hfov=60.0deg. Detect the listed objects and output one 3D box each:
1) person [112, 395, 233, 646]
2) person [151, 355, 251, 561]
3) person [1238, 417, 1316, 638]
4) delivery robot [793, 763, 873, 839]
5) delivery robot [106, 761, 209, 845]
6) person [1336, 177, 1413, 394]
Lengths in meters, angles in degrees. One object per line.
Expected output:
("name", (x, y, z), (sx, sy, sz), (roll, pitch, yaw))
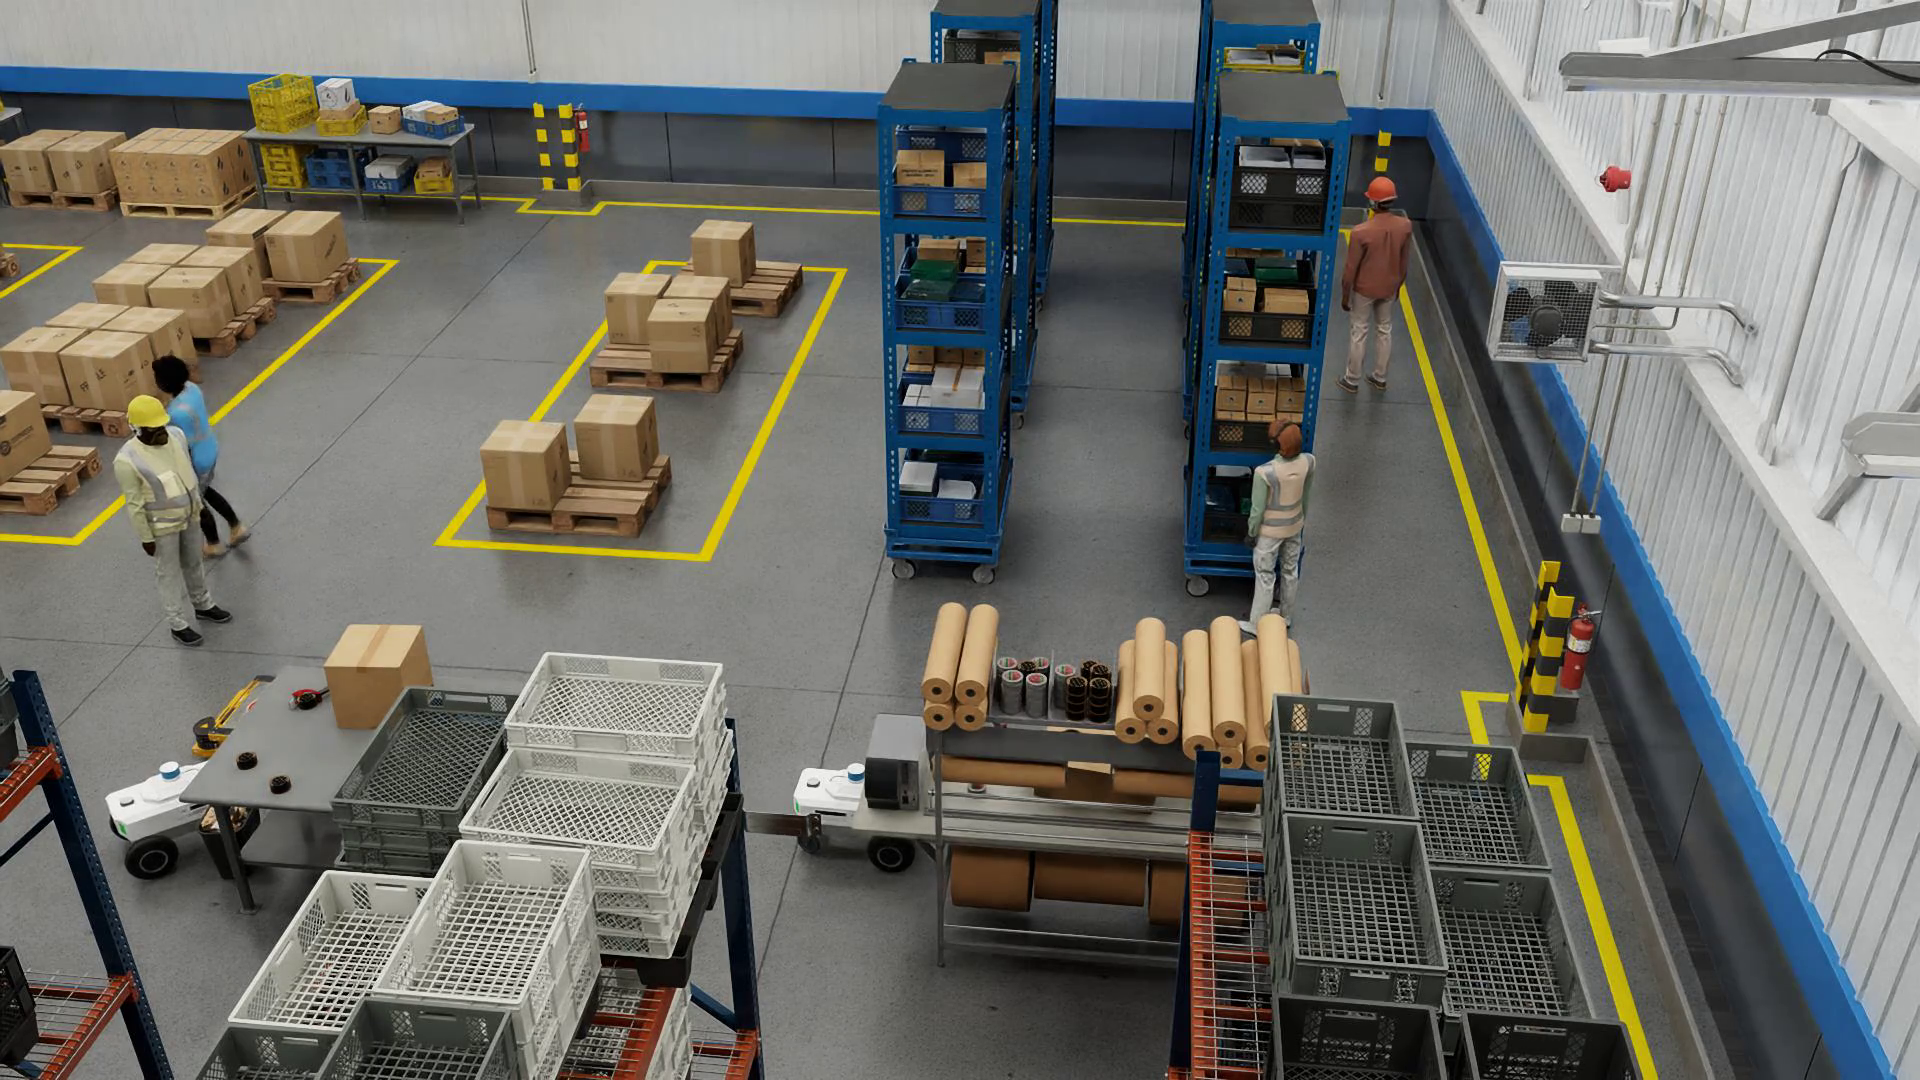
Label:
("person", (-5.383, -0.160, 11.378), (0.403, 1.832, 0.594), (10, 32, 17))
("person", (-5.653, -0.609, 12.291), (0.369, 1.695, 0.576), (-3, 30, -4))
("person", (2.181, -0.079, 11.425), (0.514, 1.645, 0.308), (-17, 34, -26))
("delivery robot", (-0.598, 1.519, 9.668), (0.707, 0.478, 0.477), (4, 31, 7))
("delivery robot", (-4.546, 1.510, 9.683), (0.707, 0.478, 0.477), (-19, 35, -30))
("person", (3.682, -2.259, 14.840), (0.617, 1.989, 0.398), (-8, 31, -14))
